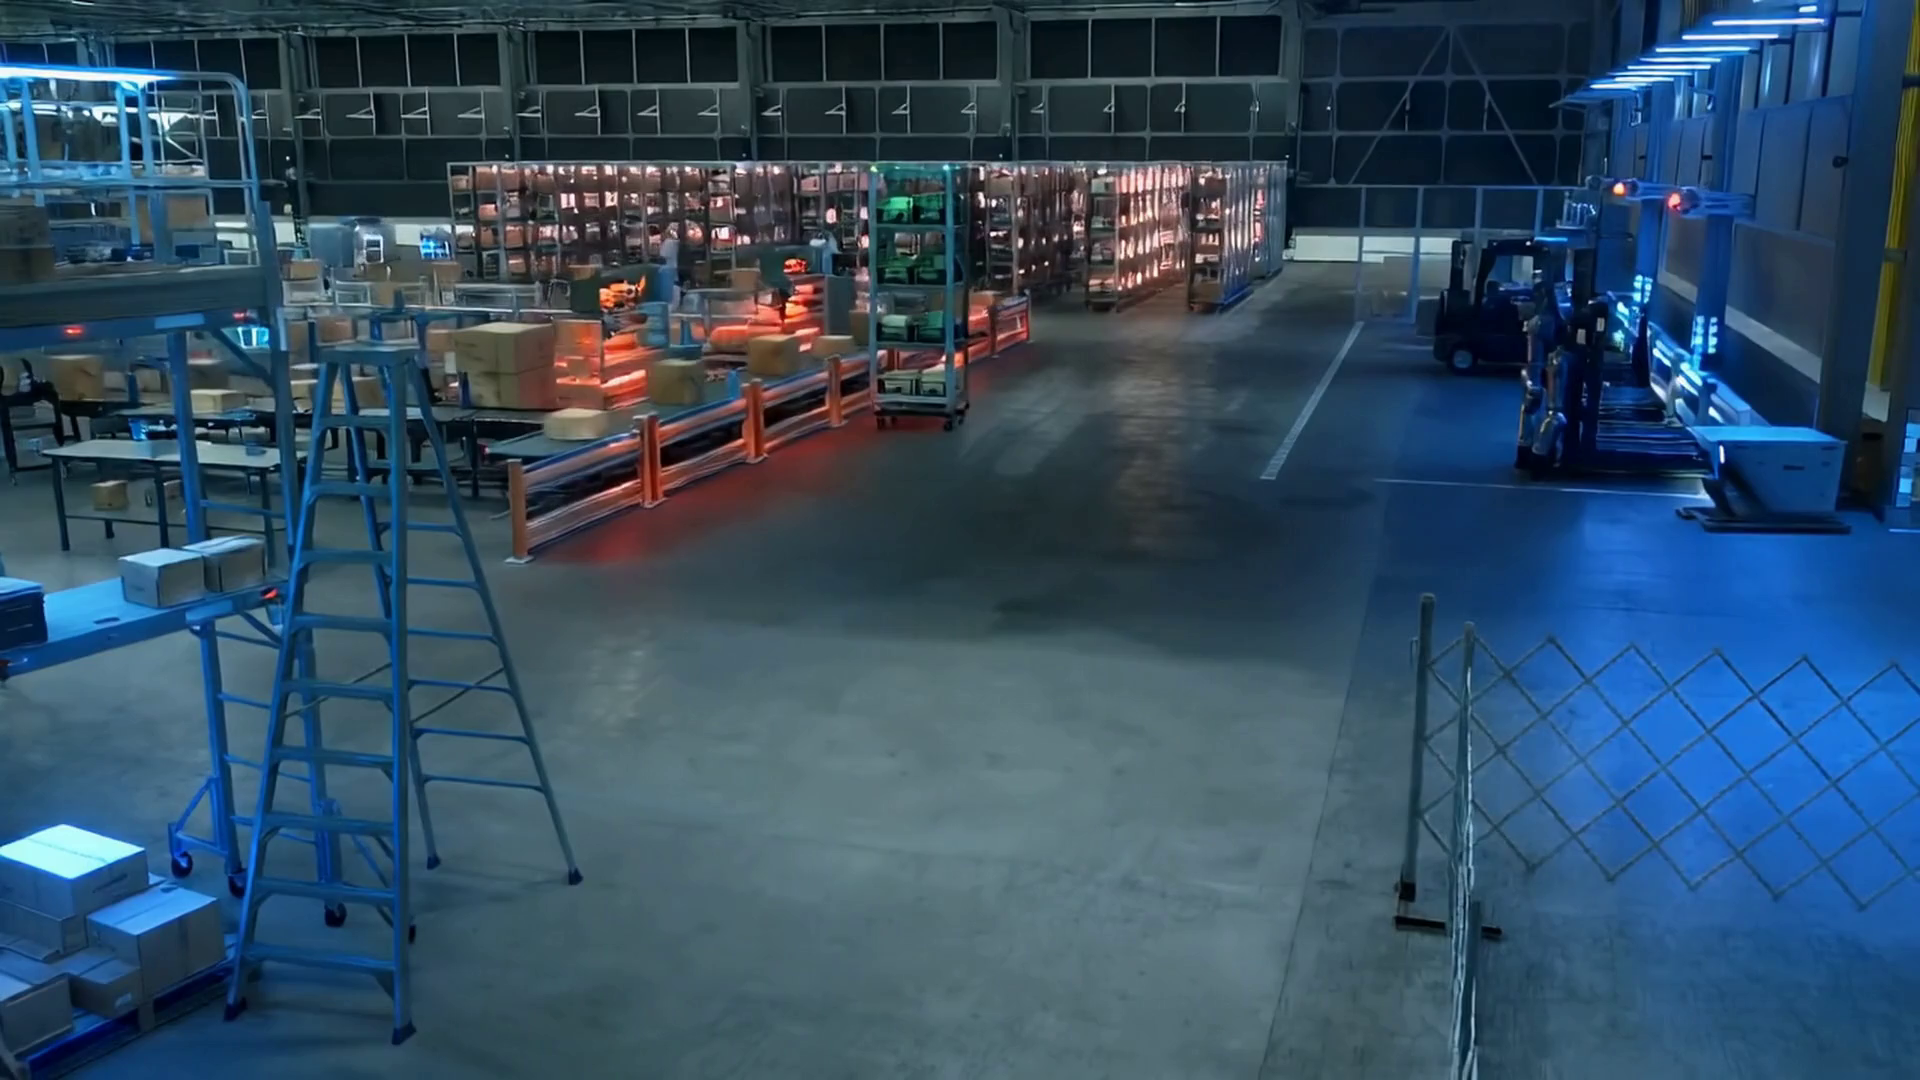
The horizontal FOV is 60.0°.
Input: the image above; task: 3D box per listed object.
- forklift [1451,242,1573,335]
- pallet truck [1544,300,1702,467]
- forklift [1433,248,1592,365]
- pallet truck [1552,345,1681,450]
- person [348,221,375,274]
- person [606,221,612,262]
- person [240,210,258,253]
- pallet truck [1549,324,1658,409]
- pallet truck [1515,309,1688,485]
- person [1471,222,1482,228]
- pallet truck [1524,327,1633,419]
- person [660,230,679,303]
[{"bbox_3d":[10.464,-4.597,31.405,2.680,1.987,1.157,4,14,16],"label":"forklift"},{"bbox_3d":[8.263,-1.952,20.631,1.885,1.965,0.823,5,14,20],"label":"pallet truck"},{"bbox_3d":[9.780,-4.111,29.280,2.680,1.987,1.157,3,13,14],"label":"forklift"},{"bbox_3d":[8.641,-1.896,21.908,1.630,1.274,0.653,4,14,16],"label":"pallet truck"},{"bbox_3d":[-19.201,-9.348,53.200,0.779,1.715,0.578,-4,14,-18],"label":"person"},{"bbox_3d":[-10.762,-8.869,50.894,0.838,1.820,0.570,-1,13,-4],"label":"person"},{"bbox_3d":[-26.264,-11.376,61.576,0.660,1.886,0.545,-8,15,-31],"label":"person"},{"bbox_3d":[9.824,-2.669,25.407,1.601,1.201,0.680,4,14,16],"label":"pallet truck"},{"bbox_3d":[7.554,-1.677,19.446,1.885,1.965,0.823,3,13,14],"label":"pallet truck"},{"bbox_3d":[14.228,-7.826,46.045,0.406,1.987,0.608,7,15,26],"label":"person"},{"bbox_3d":[9.065,-2.460,24.370,1.522,1.261,0.704,3,13,14],"label":"pallet truck"},{"bbox_3d":[-7.460,-7.020,42.815,0.495,1.875,0.655,3,13,13],"label":"person"}]
